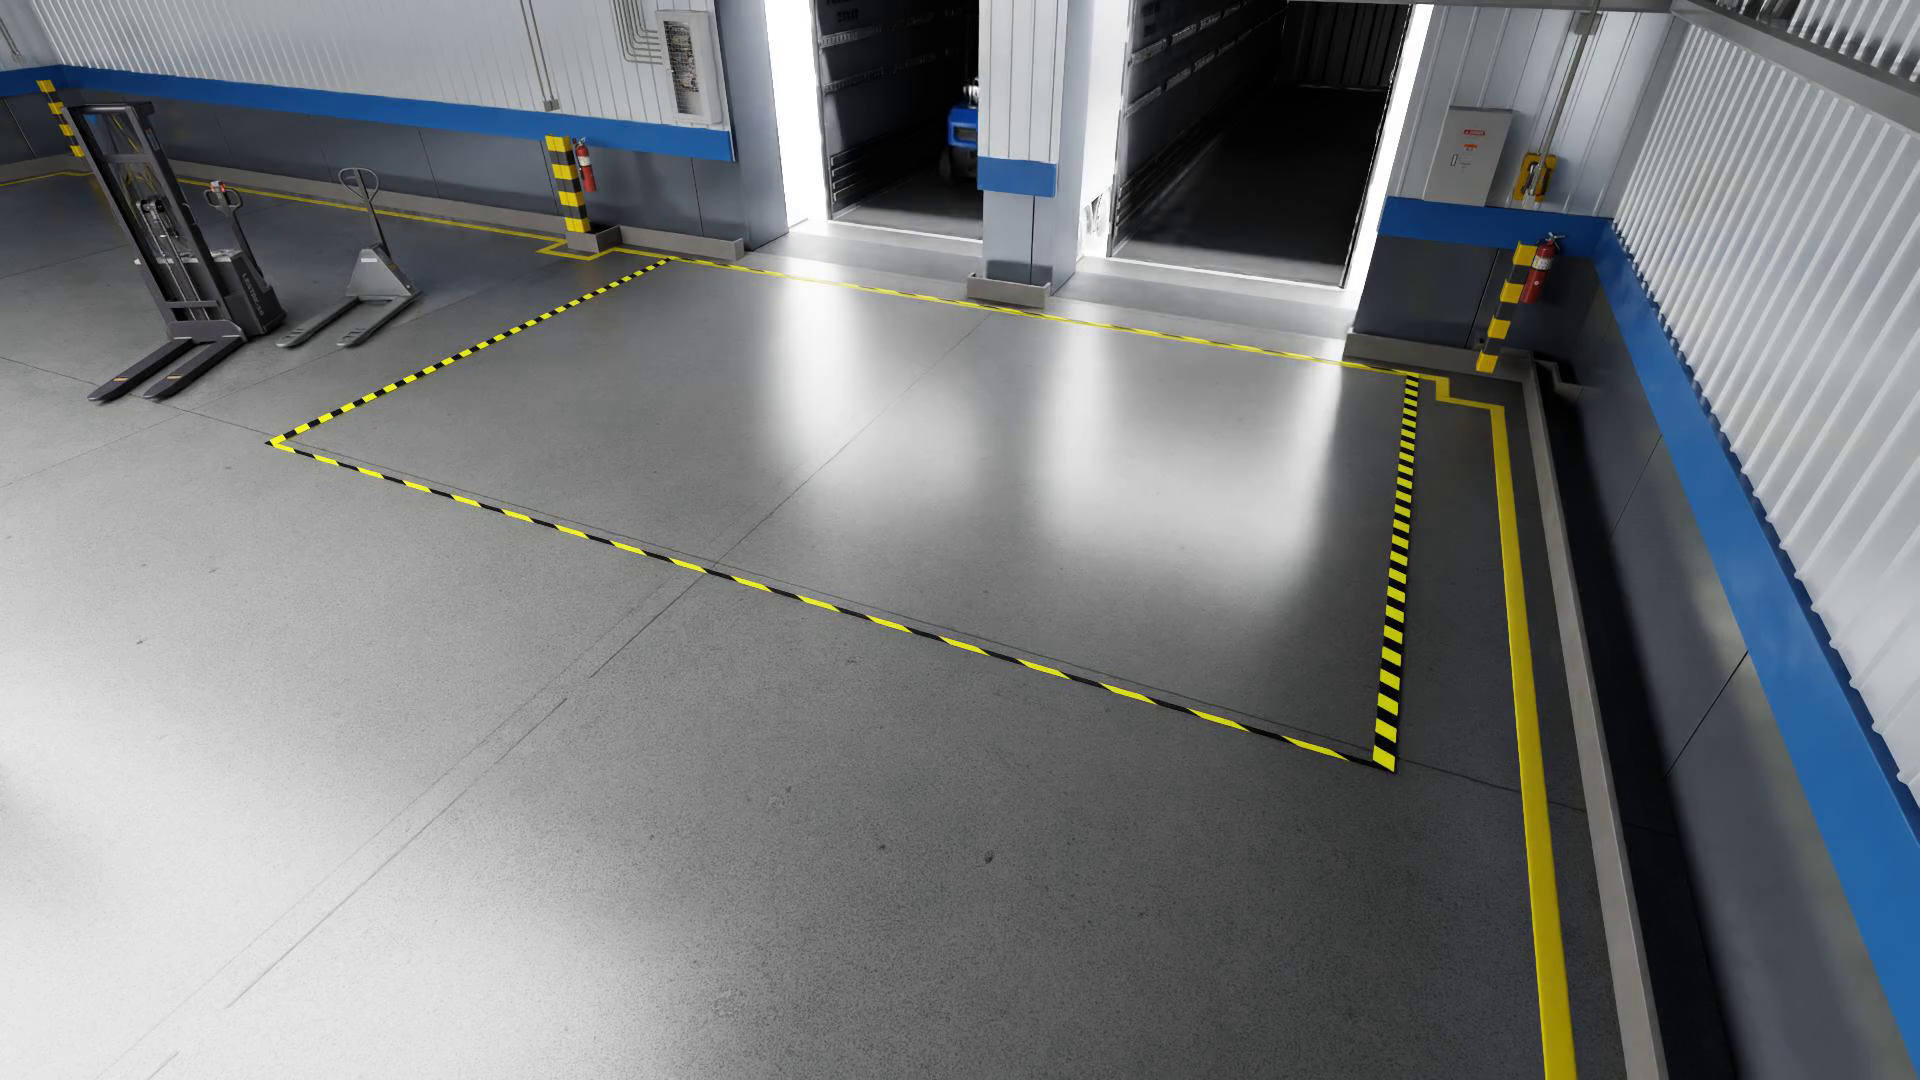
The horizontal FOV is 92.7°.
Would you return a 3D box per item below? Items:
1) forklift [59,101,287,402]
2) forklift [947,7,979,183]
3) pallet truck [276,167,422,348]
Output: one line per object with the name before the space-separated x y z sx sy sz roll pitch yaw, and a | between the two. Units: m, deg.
forklift | -6.686 -2.387 7.434 0.823 1.965 1.885 -3 35 -5
forklift | 0.806 -6.237 12.629 1.157 2.036 2.680 16 38 21
pallet truck | -5.732 -2.611 8.414 0.680 1.201 1.601 -1 35 -1
